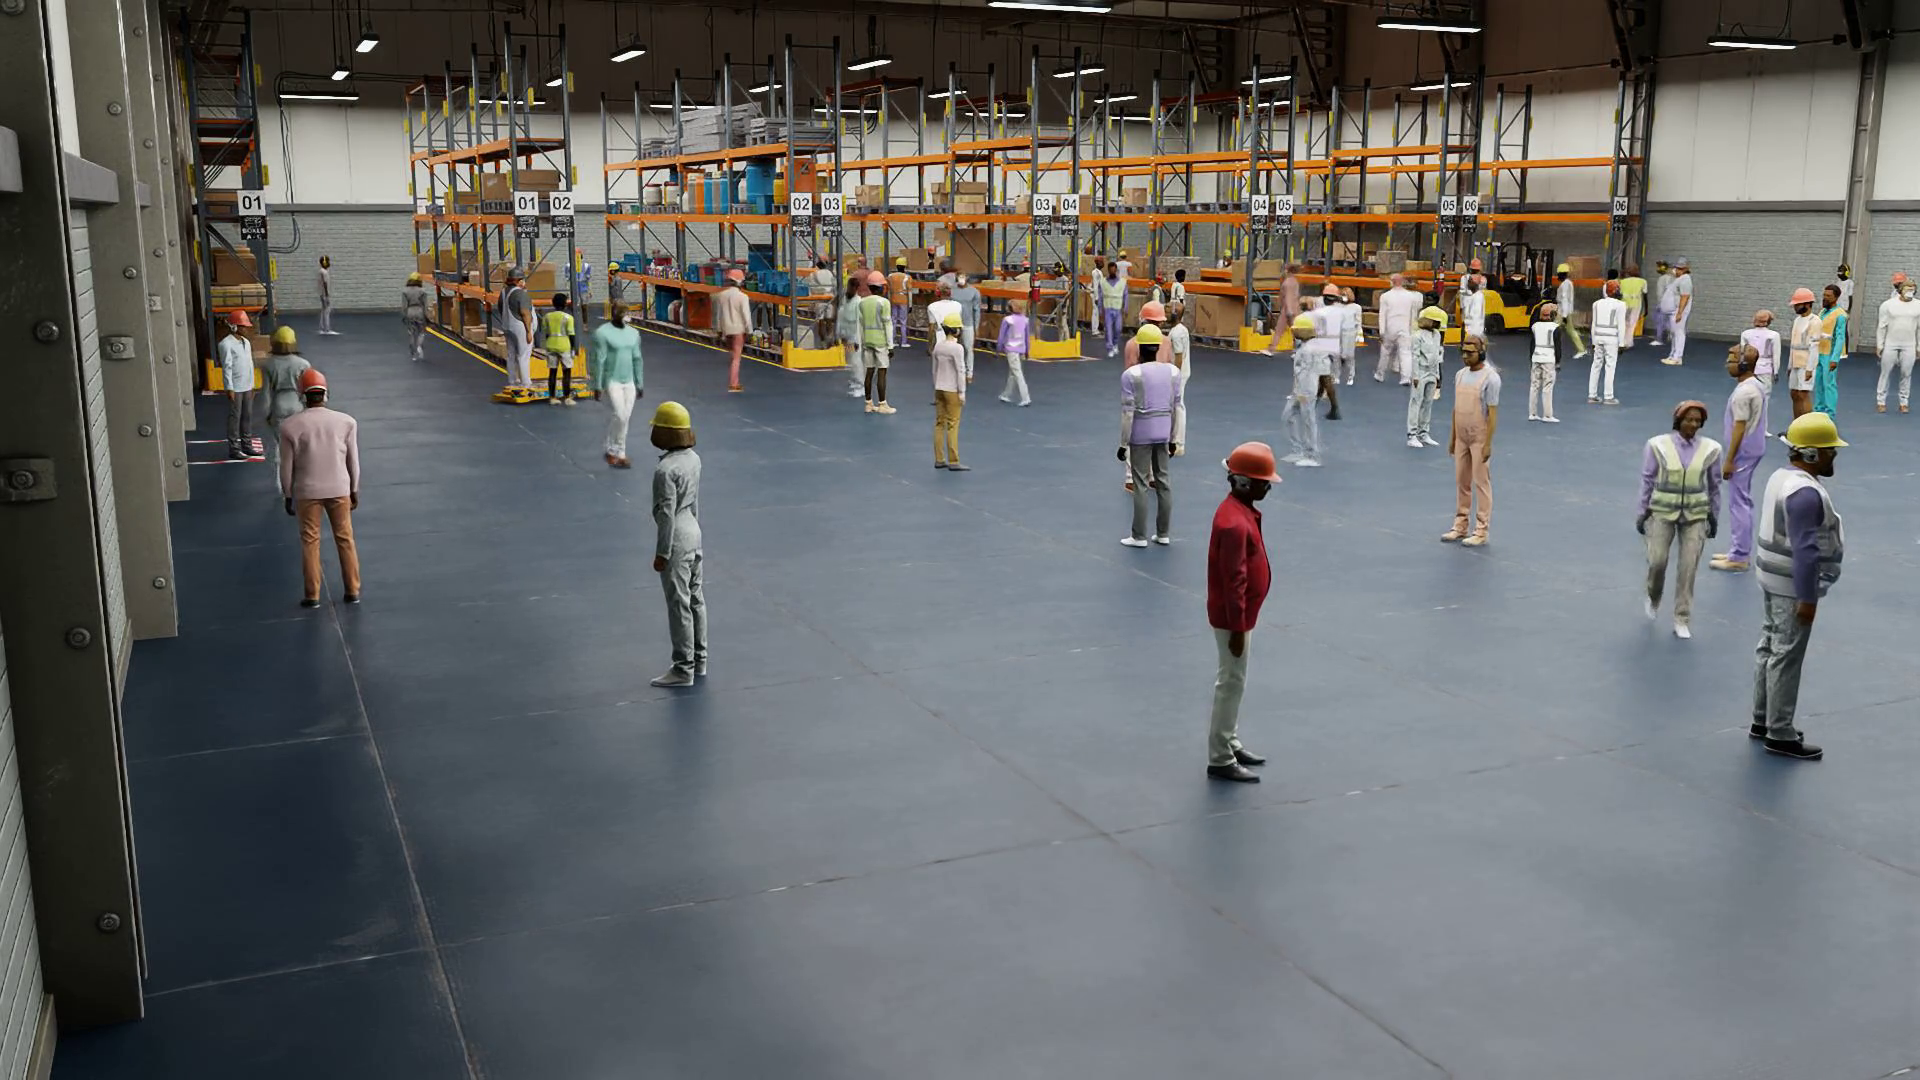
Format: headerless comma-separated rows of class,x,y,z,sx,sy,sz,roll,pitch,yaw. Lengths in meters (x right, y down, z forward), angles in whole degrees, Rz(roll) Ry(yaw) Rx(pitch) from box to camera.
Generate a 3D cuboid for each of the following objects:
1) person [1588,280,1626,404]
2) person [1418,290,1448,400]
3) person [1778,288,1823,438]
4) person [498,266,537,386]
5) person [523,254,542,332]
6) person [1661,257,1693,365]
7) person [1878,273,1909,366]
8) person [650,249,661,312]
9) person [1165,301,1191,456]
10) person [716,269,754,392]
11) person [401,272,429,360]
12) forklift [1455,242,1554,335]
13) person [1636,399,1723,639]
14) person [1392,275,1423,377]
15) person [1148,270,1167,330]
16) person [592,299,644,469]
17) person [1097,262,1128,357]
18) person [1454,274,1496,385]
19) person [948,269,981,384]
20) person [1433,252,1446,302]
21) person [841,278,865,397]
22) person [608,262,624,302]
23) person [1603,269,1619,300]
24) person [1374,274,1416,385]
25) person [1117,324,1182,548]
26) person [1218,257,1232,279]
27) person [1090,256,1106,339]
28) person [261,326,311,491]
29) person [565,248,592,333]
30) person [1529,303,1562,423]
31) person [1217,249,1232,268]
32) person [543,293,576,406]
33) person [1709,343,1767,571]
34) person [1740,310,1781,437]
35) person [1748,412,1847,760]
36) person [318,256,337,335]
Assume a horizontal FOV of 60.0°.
person,9.798,-2.992,25.173,0.354,1.877,0.574,-7,13,-30
person,7.284,-3.010,25.719,0.321,1.691,0.533,-7,13,-34
person,10.703,-2.234,21.184,0.391,1.924,0.553,0,11,0
person,-7.021,-3.357,26.593,0.682,2.000,0.537,9,15,40
person,-10.423,-6.058,40.655,0.576,1.906,0.794,-5,12,-26
person,13.654,-4.370,31.739,0.537,2.000,0.683,3,11,14
person,17.724,-4.176,31.492,0.329,1.749,0.560,-1,11,-3
person,-8.696,-7.363,47.454,0.374,1.840,0.568,-8,14,-36
person,2.556,-1.913,19.752,0.351,1.847,0.507,2,11,12
person,-3.579,-3.385,26.899,0.663,1.968,0.648,8,14,35
person,-10.699,-4.390,32.652,0.525,1.712,0.389,-2,11,-11
forklift,13.047,-6.049,39.881,2.313,2.155,1.214,-5,12,-23
person,4.907,-0.153,11.362,0.544,1.625,0.402,3,12,15
person,7.950,-3.833,29.656,0.520,1.801,0.980,-2,11,-12
person,3.597,-4.034,30.571,0.381,1.835,0.561,2,11,8
person,-3.822,-1.741,18.684,0.469,1.917,0.651,8,14,35
person,3.064,-4.633,33.413,0.620,1.905,0.451,1,11,4
person,8.604,-3.496,27.737,0.552,1.868,0.582,3,11,13
person,0.034,-3.594,28.057,0.629,1.940,0.372,2,11,8
person,12.253,-6.408,42.536,0.328,1.872,0.514,3,12,17
person,-1.636,-3.183,26.146,0.429,1.875,0.667,-6,13,-29
person,-7.822,-5.433,37.870,0.341,1.756,0.518,-5,12,-22
person,13.810,-4.897,35.294,0.538,1.695,0.319,-6,13,-28
person,7.343,-3.547,28.051,0.665,1.850,1.040,-1,11,-7
person,1.621,-0.889,14.335,0.585,1.928,0.368,-5,12,-26
person,7.616,-7.281,47.573,0.498,1.633,0.284,2,11,8
person,3.188,-5.585,38.319,0.356,1.883,0.573,2,11,12
person,-6.881,-1.318,17.033,0.494,1.721,0.632,-3,11,-13
person,-9.180,-6.008,40.059,0.615,2.042,0.374,-3,12,-16
person,8.081,-2.444,22.970,0.312,1.642,0.512,-6,13,-28
person,7.858,-7.683,49.176,0.600,1.809,0.788,-4,12,-21
person,-5.988,-2.846,24.911,0.537,1.687,0.329,4,12,20
person,6.322,-0.671,13.464,0.340,1.839,0.511,7,13,32
person,10.297,-2.145,21.460,0.311,1.636,0.523,-10,15,-41
person,4.466,0.234,8.870,0.403,1.835,0.586,3,11,13
person,-15.060,-5.807,39.494,0.315,1.866,0.532,-7,13,-31
